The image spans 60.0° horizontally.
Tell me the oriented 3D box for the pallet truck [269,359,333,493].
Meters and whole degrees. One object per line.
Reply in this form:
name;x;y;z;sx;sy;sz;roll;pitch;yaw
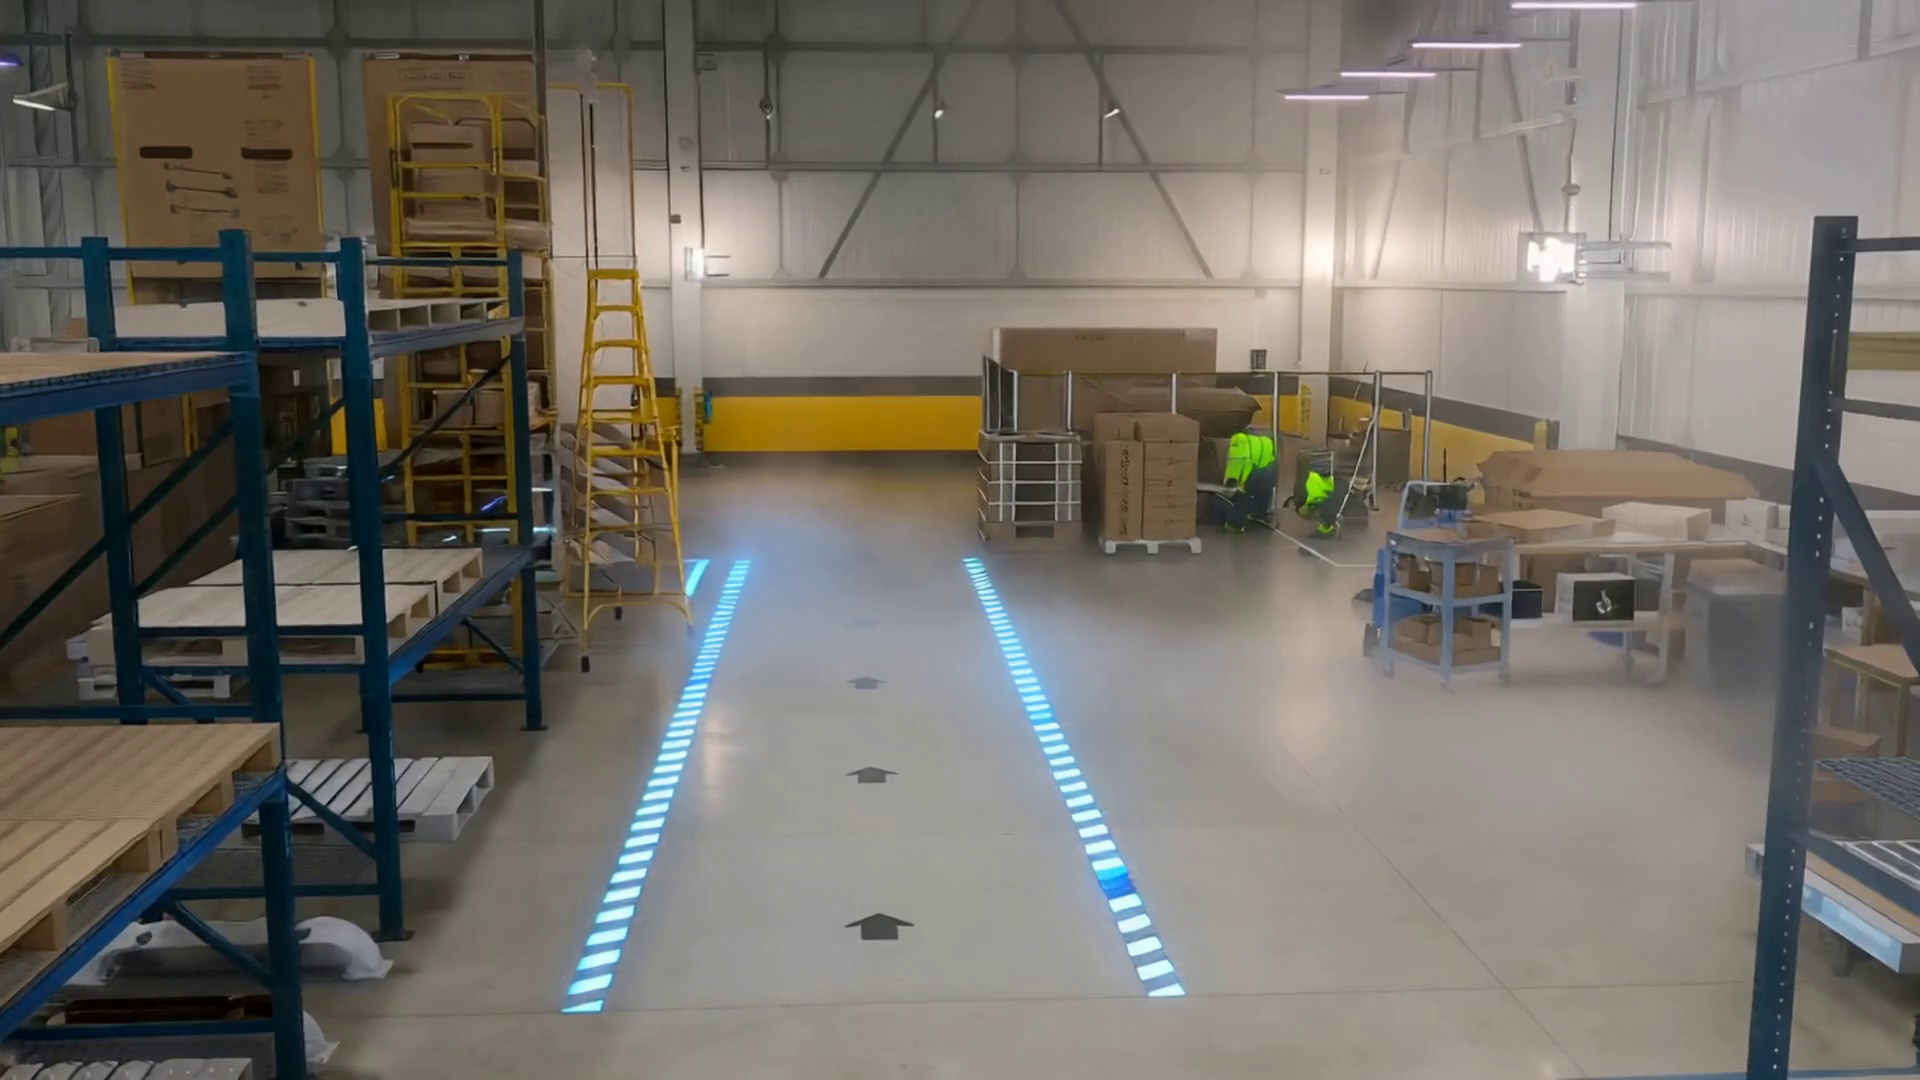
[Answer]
pallet truck;-7.062;-1.131;18.996;1.885;1.965;0.823;2;9;13
